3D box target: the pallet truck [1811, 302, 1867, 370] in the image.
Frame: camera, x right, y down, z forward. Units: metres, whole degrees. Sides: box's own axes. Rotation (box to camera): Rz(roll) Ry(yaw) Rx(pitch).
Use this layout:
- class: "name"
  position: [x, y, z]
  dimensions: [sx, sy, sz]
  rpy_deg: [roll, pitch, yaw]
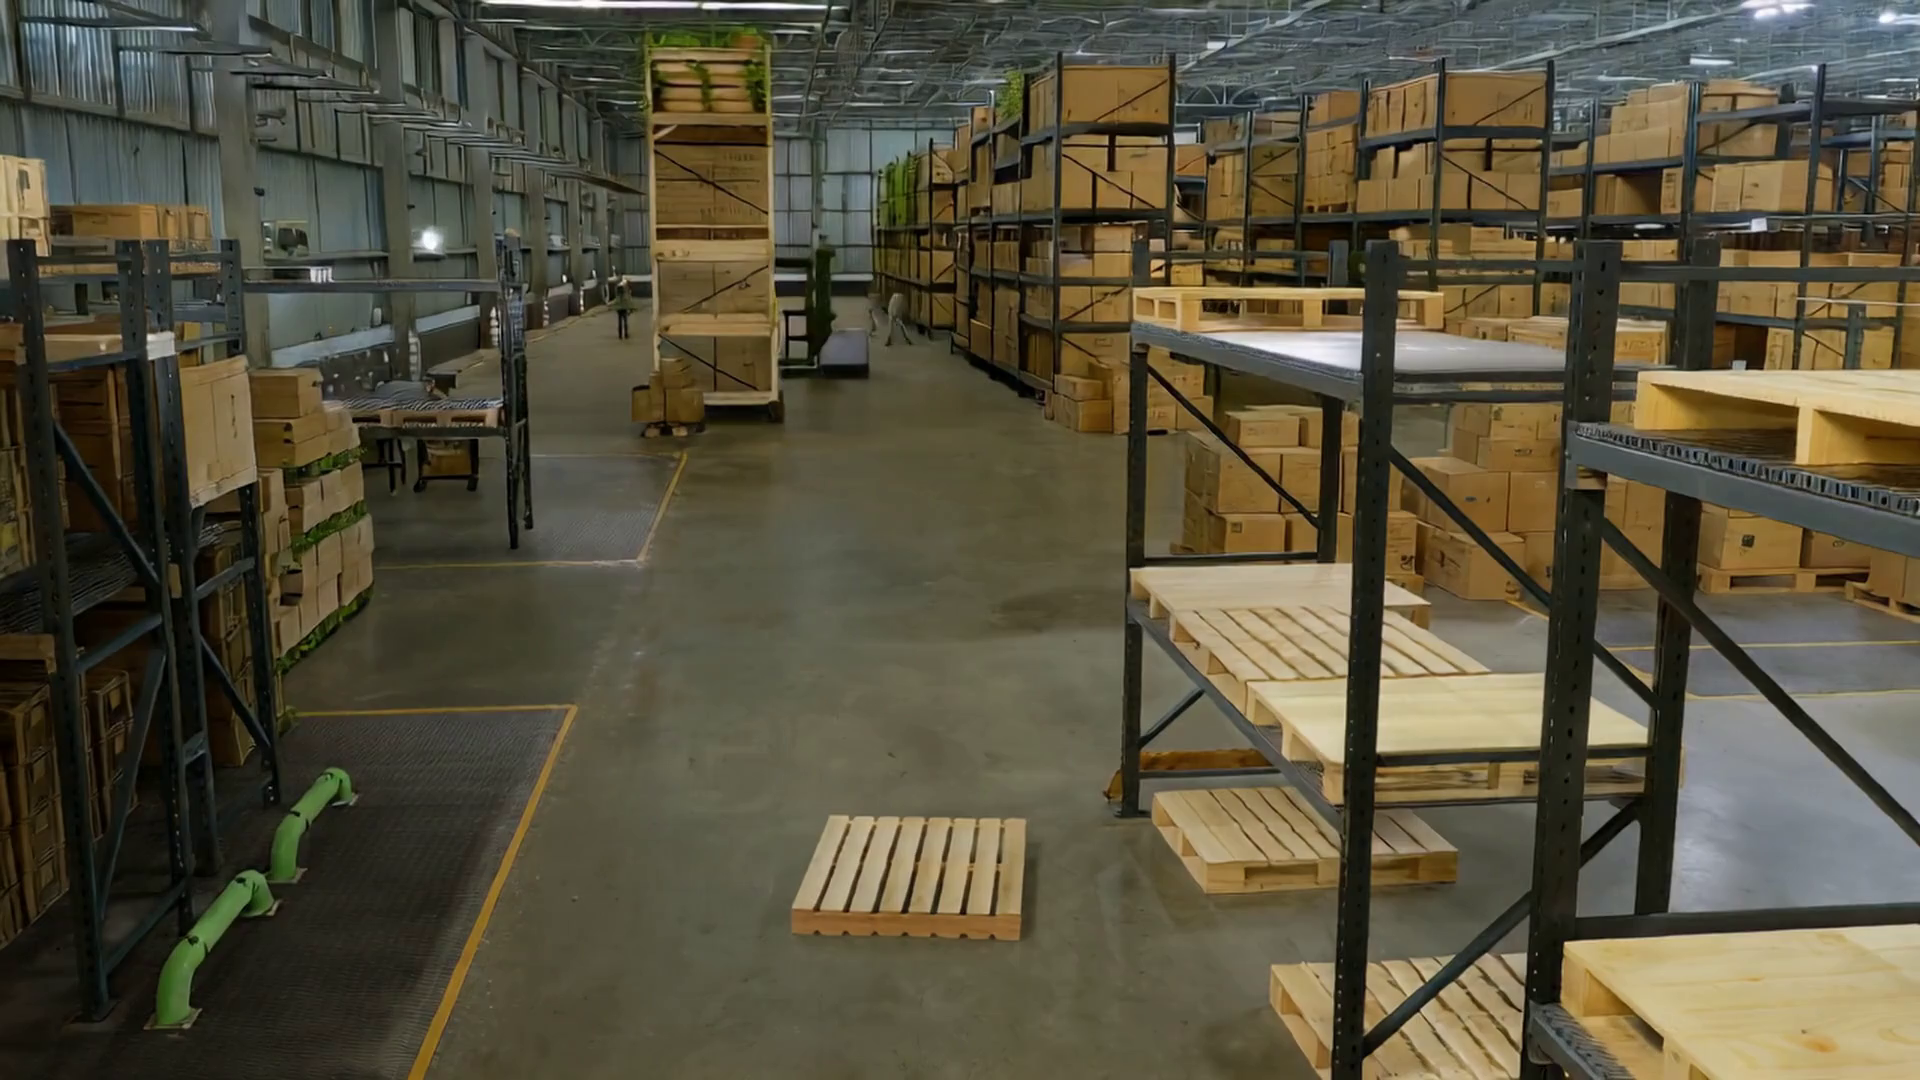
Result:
- class: "pallet truck"
  position: [15.846, -3.142, 28.793]
  dimensions: [1.885, 1.965, 0.823]
  rpy_deg: [2, 10, 12]

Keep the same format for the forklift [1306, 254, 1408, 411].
- class: "forklift"
  position: [6.087, -2.843, 24.688]
  dimensions: [1.873, 2.768, 1.129]
  rpy_deg: [-10, 14, -43]

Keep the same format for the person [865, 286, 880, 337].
- class: "person"
  position: [-2.710, -7.112, 51.852]
  dimensions: [0.530, 1.617, 0.465]
  rpy_deg: [-5, 11, -25]

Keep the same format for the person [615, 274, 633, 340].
- class: "person"
  position: [-10.248, -7.110, 50.780]
  dimensions: [0.382, 1.993, 0.622]
  rpy_deg: [8, 13, 38]

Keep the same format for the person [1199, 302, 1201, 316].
- class: "person"
  position: [6.476, -5.976, 45.557]
  dimensions: [0.561, 1.609, 0.524]
  rpy_deg: [-4, 11, -20]

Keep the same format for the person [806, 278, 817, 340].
- class: "person"
  position: [-4.346, -6.991, 50.386]
  dimensions: [0.637, 1.900, 0.534]
  rpy_deg: [2, 10, 11]

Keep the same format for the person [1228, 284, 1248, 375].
- class: "person"
  position: [6.333, -4.747, 37.555]
  dimensions: [0.610, 2.042, 0.396]
  rpy_deg: [-6, 12, -30]

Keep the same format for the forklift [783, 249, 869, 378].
- class: "forklift"
  position: [-2.983, -5.013, 36.711]
  dimensions: [1.873, 2.768, 1.129]
  rpy_deg: [-1, 10, -6]

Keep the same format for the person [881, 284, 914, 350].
- class: "person"
  position: [-1.728, -6.182, 46.141]
  dimensions: [0.860, 1.818, 0.623]
  rpy_deg: [0, 10, -1]
